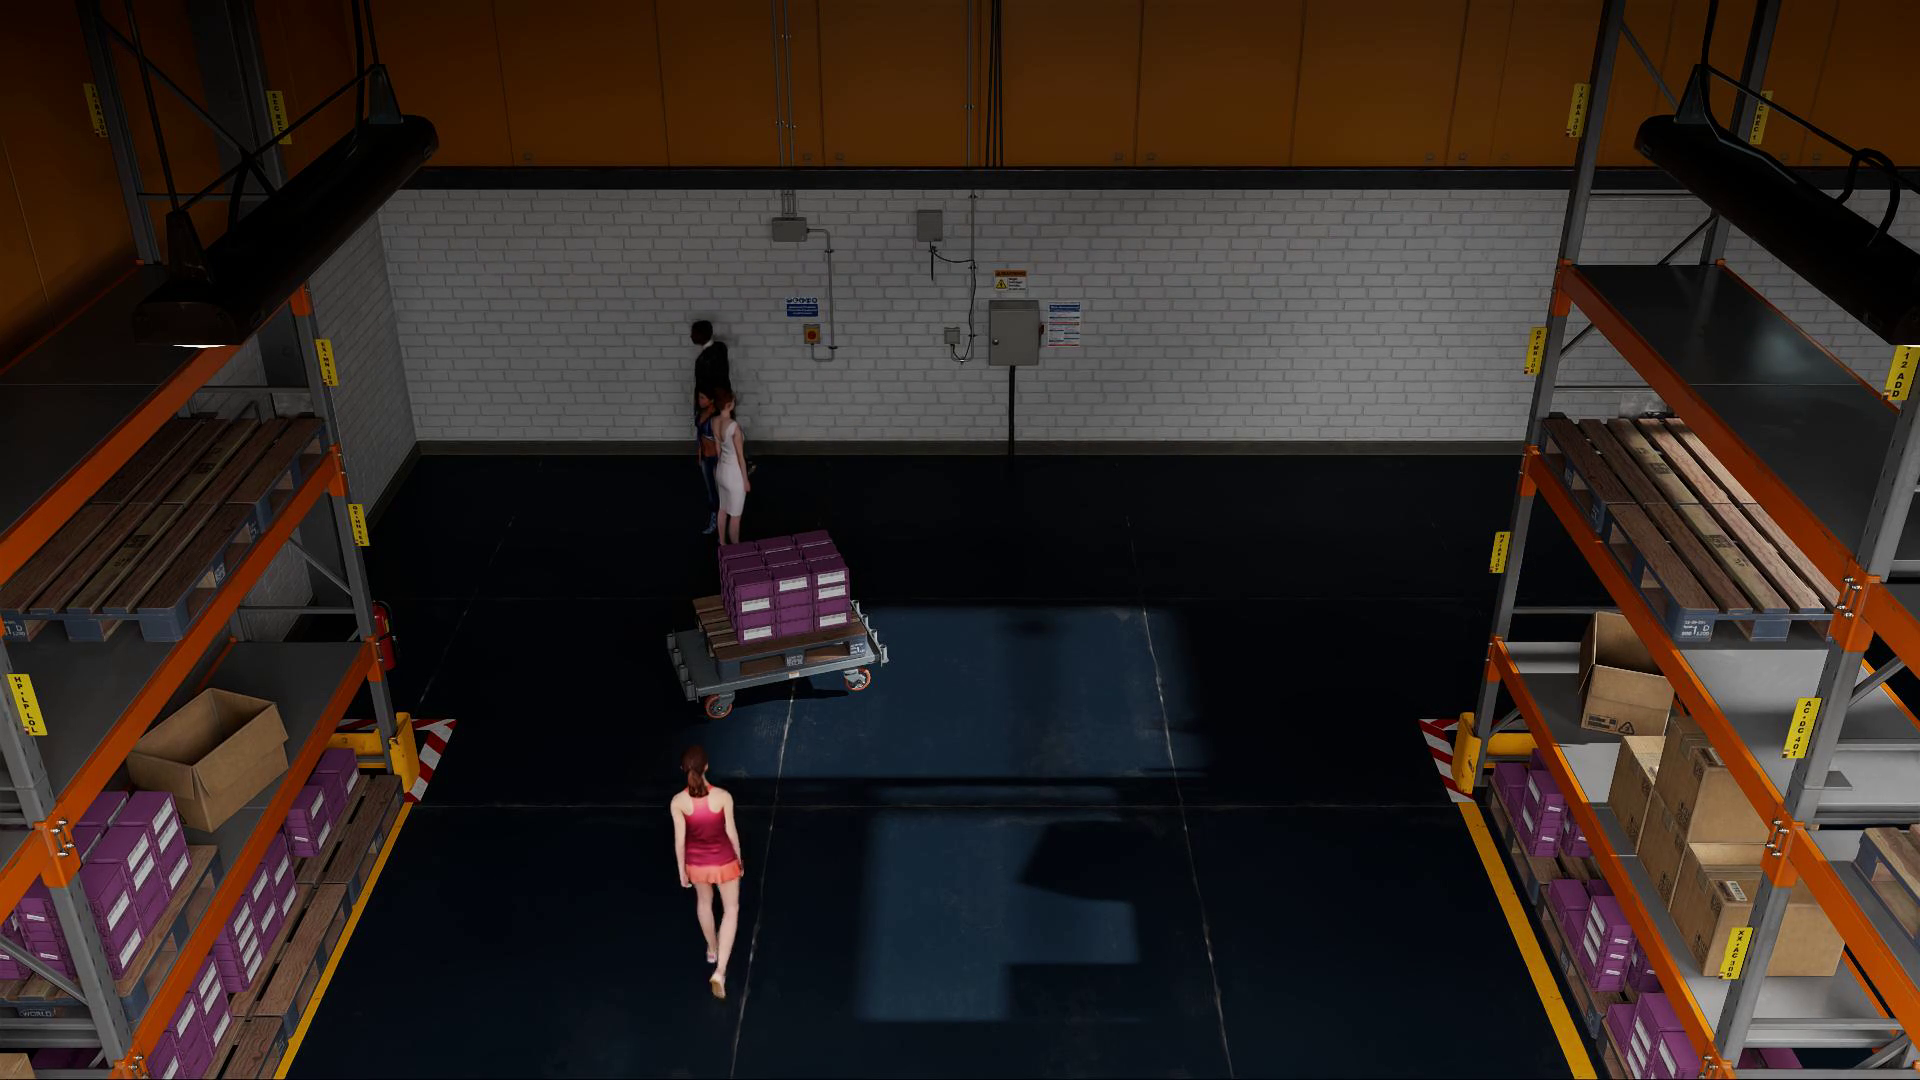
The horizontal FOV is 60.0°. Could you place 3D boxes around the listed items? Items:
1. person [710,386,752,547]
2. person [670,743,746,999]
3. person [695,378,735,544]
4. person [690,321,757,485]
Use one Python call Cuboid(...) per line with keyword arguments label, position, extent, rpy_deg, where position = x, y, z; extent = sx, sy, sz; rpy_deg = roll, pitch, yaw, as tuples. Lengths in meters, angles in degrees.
Cuboid(label="person", position=(-2.086, -0.556, 14.995), extent=(0.698, 1.789, 0.624), rpy_deg=(-22, 36, -35))
Cuboid(label="person", position=(-1.551, 2.052, 10.272), extent=(0.570, 1.734, 0.963), rpy_deg=(-1, 29, -2))
Cuboid(label="person", position=(-2.286, -0.748, 15.528), extent=(0.752, 1.615, 0.683), rpy_deg=(-23, 36, -36))
Cuboid(label="person", position=(-2.323, -1.286, 16.327), extent=(0.873, 1.795, 0.842), rpy_deg=(12, 31, 21))
